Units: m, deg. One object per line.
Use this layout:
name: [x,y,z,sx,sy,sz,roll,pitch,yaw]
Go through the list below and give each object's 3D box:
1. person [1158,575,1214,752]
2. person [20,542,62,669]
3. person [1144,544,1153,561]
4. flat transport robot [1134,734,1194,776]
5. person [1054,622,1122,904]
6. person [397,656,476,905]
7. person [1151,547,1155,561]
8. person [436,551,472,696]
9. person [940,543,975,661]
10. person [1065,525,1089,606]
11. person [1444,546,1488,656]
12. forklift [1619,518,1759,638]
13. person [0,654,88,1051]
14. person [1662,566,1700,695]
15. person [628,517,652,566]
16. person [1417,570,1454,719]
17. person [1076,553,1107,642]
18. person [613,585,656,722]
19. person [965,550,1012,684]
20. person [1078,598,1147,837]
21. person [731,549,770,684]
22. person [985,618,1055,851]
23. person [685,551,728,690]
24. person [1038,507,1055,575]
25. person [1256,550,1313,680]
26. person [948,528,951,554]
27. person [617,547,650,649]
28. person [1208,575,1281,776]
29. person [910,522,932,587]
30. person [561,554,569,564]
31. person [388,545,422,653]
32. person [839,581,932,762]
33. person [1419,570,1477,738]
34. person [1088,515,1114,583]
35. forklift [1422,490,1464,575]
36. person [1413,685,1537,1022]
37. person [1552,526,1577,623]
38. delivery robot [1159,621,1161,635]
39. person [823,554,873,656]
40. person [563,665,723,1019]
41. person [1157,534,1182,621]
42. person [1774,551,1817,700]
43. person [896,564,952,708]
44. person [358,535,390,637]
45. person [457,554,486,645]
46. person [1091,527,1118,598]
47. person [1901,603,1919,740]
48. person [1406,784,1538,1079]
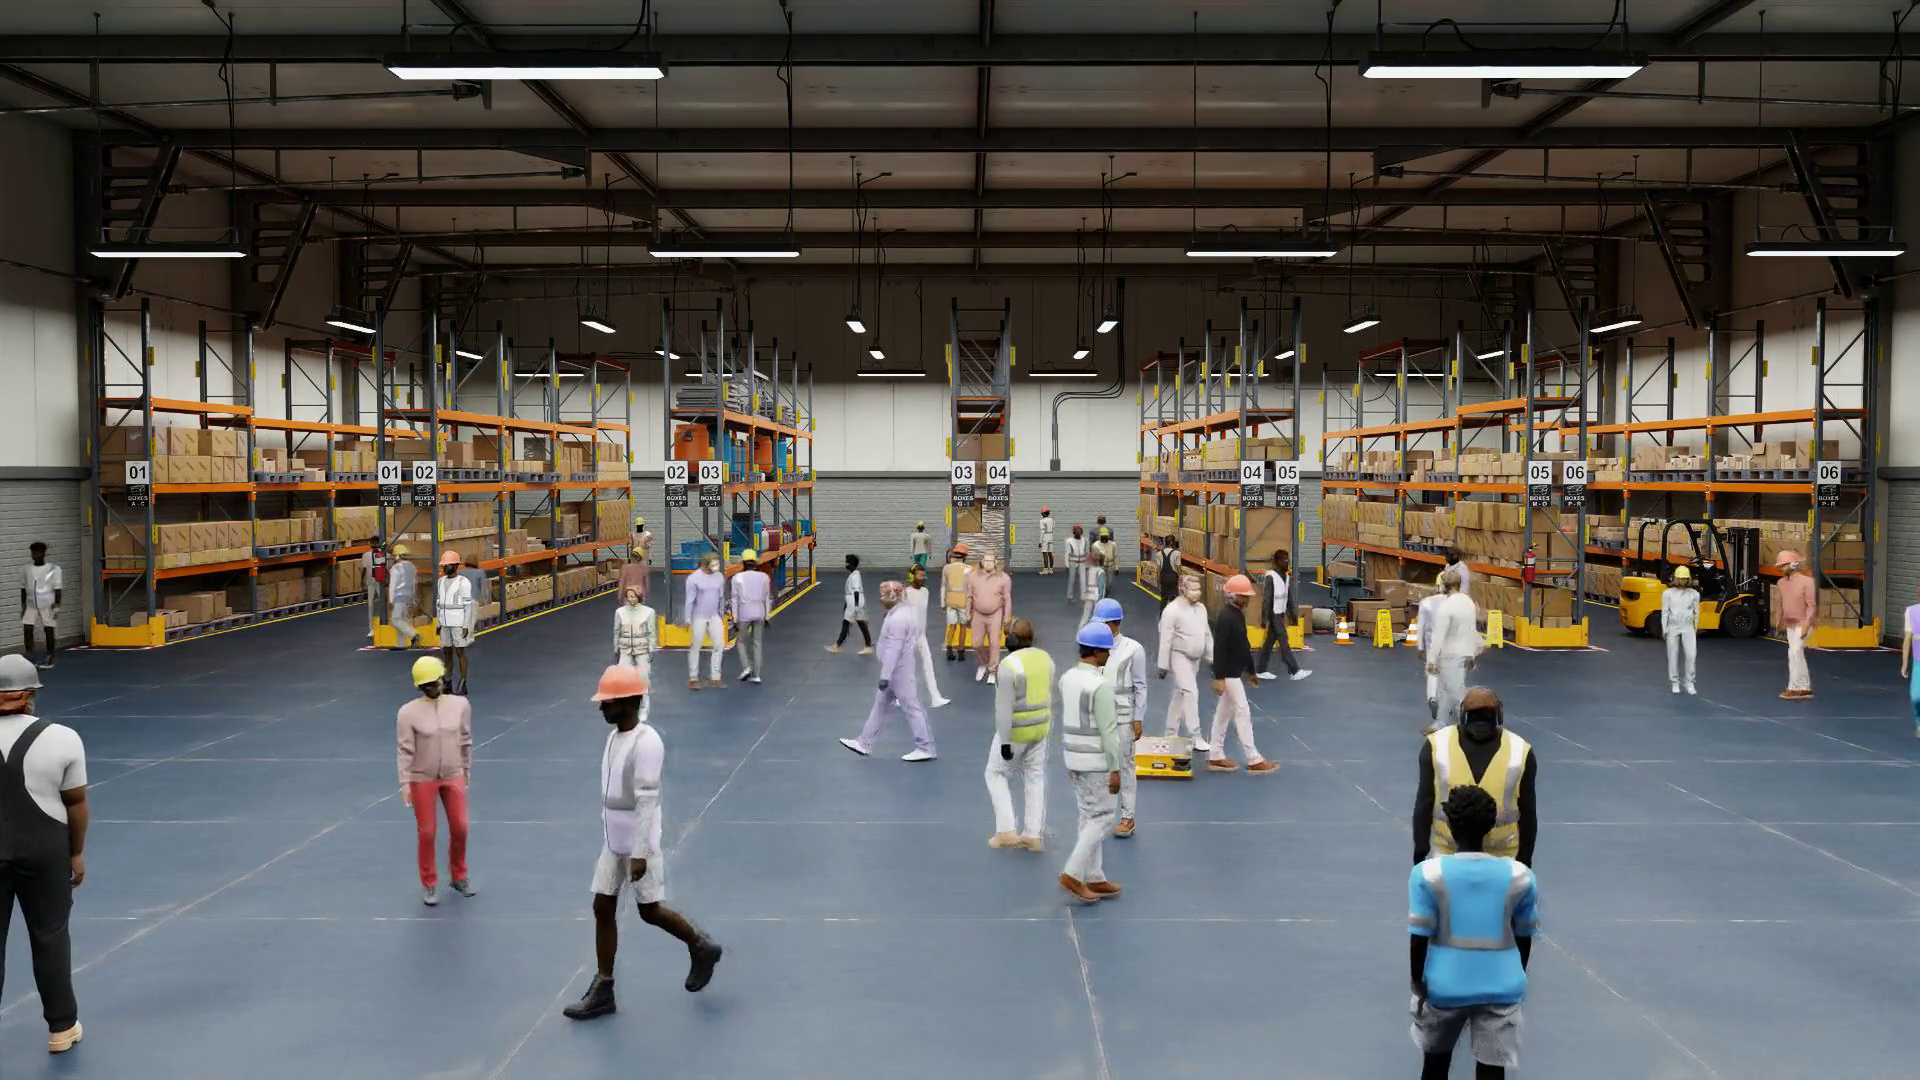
person: [2.506,1.317,17.298,0.832,1.869,0.645,2,3,41]
person: [-13.951,1.001,24.399,0.642,1.936,0.819,0,2,-6]
person: [5.218,0.218,44.579,0.402,1.906,0.652,0,2,11]
flat transport robot: [2.023,2.167,16.303,0.652,0.197,1.431,0,2,9]
person: [0.901,1.533,11.136,0.545,1.937,0.625,-1,2,-23]
person: [-3.590,1.637,11.035,0.543,1.725,0.488,-2,3,-37]
person: [5.443,0.282,46.919,0.513,1.588,0.835,-1,2,-18]
person: [-6.815,1.112,21.658,0.543,1.939,0.370,1,3,26]
person: [-0.004,0.981,25.517,0.604,1.890,0.663,1,2,17]
person: [2.640,0.574,36.714,0.601,1.829,1.004,0,2,-10]
person: [8.131,0.999,26.234,0.870,1.815,0.637,0,2,-11]
forklift: [13.417,0.684,29.791,2.313,2.155,1.214,0,2,0]
person: [-4.840,1.615,8.263,0.684,2.000,0.536,-1,2,-24]
person: [9.697,1.221,21.706,0.493,1.718,0.741,1,2,16]
person: [-7.812,0.412,39.405,0.584,1.928,0.373,0,2,-1]
person: [5.796,1.269,19.419,0.599,1.810,0.770,1,2,21]
person: [2.401,1.026,28.284,0.908,1.584,0.509,-1,3,-31]
person: [-3.892,1.356,19.304,0.533,1.636,0.345,0,2,6]
person: [0.396,1.089,22.778,0.675,1.889,0.426,0,2,11]
person: [1.233,1.443,13.248,0.613,1.943,0.405,2,3,36]
person: [-2.975,1.079,22.908,0.600,1.910,0.454,-1,3,-25]
person: [0.451,1.526,12.728,0.630,1.821,0.520,-2,3,-42]
person: [-3.460,1.109,22.070,0.732,1.902,0.782,-2,3,-41]
person: [2.544,0.024,47.895,0.392,2.033,0.605,2,3,42]
person: [4.666,1.085,23.205,0.989,1.869,0.621,2,3,34]
person: [-0.124,0.123,46.718,0.408,1.922,0.579,-1,2,-19]
person: [-5.548,0.986,27.564,0.604,1.725,0.449,-2,3,-37]
person: [2.824,1.326,15.915,0.829,1.960,0.636,1,2,20]
person: [-1.029,0.378,42.825,0.550,1.712,0.913,0,2,4]
person: [-10.794,0.216,43.517,0.613,1.995,0.390,1,2,16]
person: [-9.172,0.980,26.710,0.587,1.806,0.598,1,2,13]
person: [-0.745,1.354,16.642,0.993,1.846,0.660,0,2,-2]
person: [5.282,1.282,17.664,0.832,1.910,0.662,2,3,44]
person: [3.650,0.331,41.642,0.676,1.927,0.421,0,2,2]
forklift: [13.926,-0.371,47.846,1.873,2.768,1.129,0,2,0]
person: [2.831,1.682,8.884,0.647,1.819,0.605,1,2,17]
person: [12.126,0.689,32.322,0.545,1.938,0.355,0,2,-1]
delivery robot: [3.690,1.524,27.813,0.477,0.478,0.707,-1,2,-15]
person: [-1.813,1.064,26.311,0.857,1.650,0.540,0,2,1]
person: [-1.746,1.632,8.939,0.860,1.915,0.545,-2,3,-40]
person: [3.954,0.814,30.413,0.505,1.839,0.344,1,3,32]
person: [10.922,1.122,21.204,0.751,1.952,0.650,-1,2,-15]
person: [-0.497,1.218,20.346,0.535,1.829,0.929,-2,3,-44]
person: [-10.699,0.837,29.513,0.548,1.863,0.412,0,2,-3]
person: [-8.509,1.041,27.949,0.592,1.574,0.872,-1,2,-14]
person: [3.210,0.605,35.952,0.602,1.810,0.613,0,2,-10]
person: [10.510,1.330,17.445,0.595,1.832,0.542,1,3,30]
person: [2.111,1.844,6.714,0.545,1.662,0.808,0,2,8]
